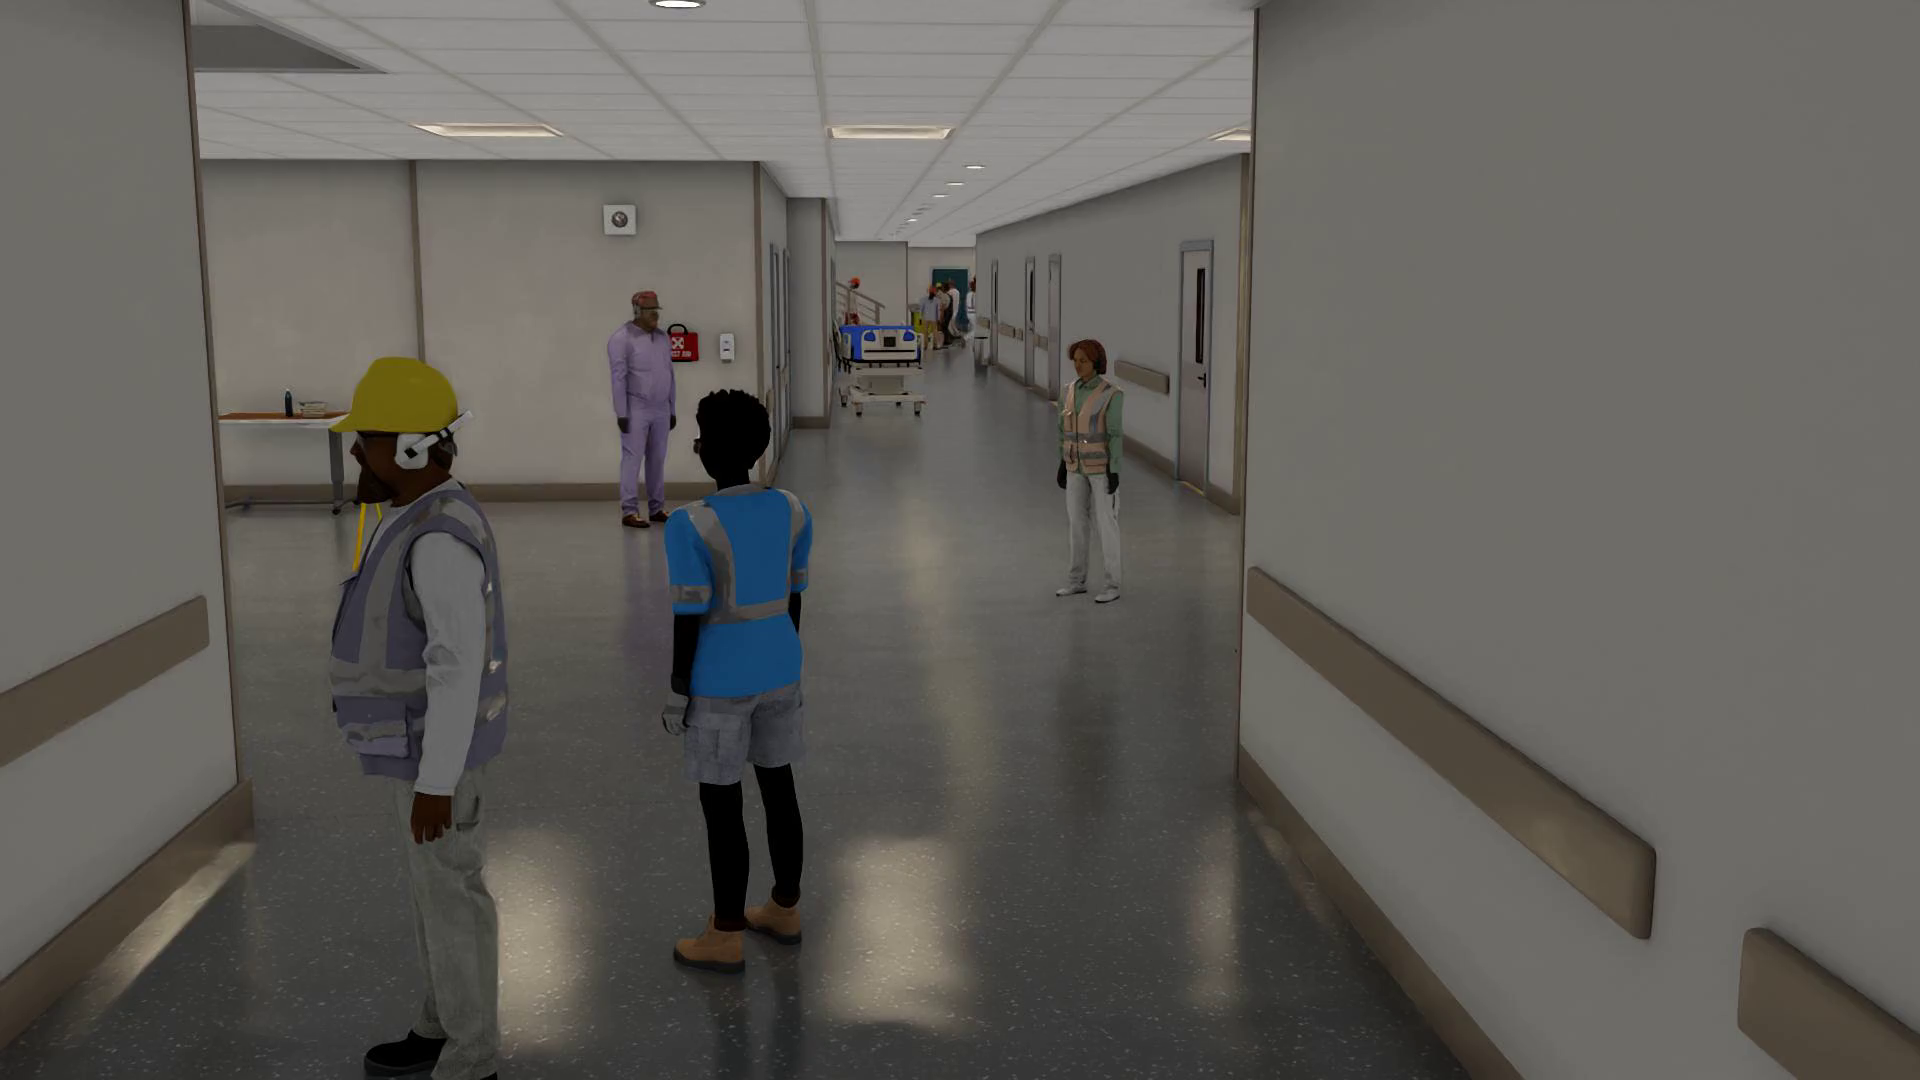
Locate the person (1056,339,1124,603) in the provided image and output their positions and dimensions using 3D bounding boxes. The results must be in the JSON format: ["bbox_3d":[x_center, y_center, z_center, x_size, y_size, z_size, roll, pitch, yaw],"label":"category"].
[{"bbox_3d":[0.812,-0.429,10.347,0.318,1.630,0.514,-9,13,-44],"label":"person"}]

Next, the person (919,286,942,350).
[{"bbox_3d":[-0.804,-5.973,44.887,0.640,1.714,0.348,-1,9,-3],"label":"person"}]

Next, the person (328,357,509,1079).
[{"bbox_3d":[-1.291,0.481,3.992,0.403,1.833,0.586,-4,10,-23],"label":"person"}]

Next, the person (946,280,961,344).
[{"bbox_3d":[-0.268,-6.675,48.726,0.425,1.889,0.659,4,10,25],"label":"person"}]

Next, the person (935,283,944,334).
[{"bbox_3d":[-0.722,-8.030,57.640,0.316,1.765,0.534,5,10,28],"label":"person"}]

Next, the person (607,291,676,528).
[{"bbox_3d":[-2.523,-1.054,13.433,0.400,1.901,0.644,7,11,36],"label":"person"}]

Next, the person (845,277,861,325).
[{"bbox_3d":[-2.972,-6.452,47.126,0.843,1.957,0.686,2,9,12],"label":"person"}]

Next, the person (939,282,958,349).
[{"bbox_3d":[-0.333,-6.157,45.646,0.537,1.833,0.531,5,10,28],"label":"person"}]

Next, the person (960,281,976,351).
[{"bbox_3d":[0.313,-5.984,44.482,0.680,1.866,0.593,-5,10,-27],"label":"person"}]

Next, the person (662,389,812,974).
[{"bbox_3d":[-0.650,0.409,4.865,0.318,1.697,0.535,7,11,37],"label":"person"}]
